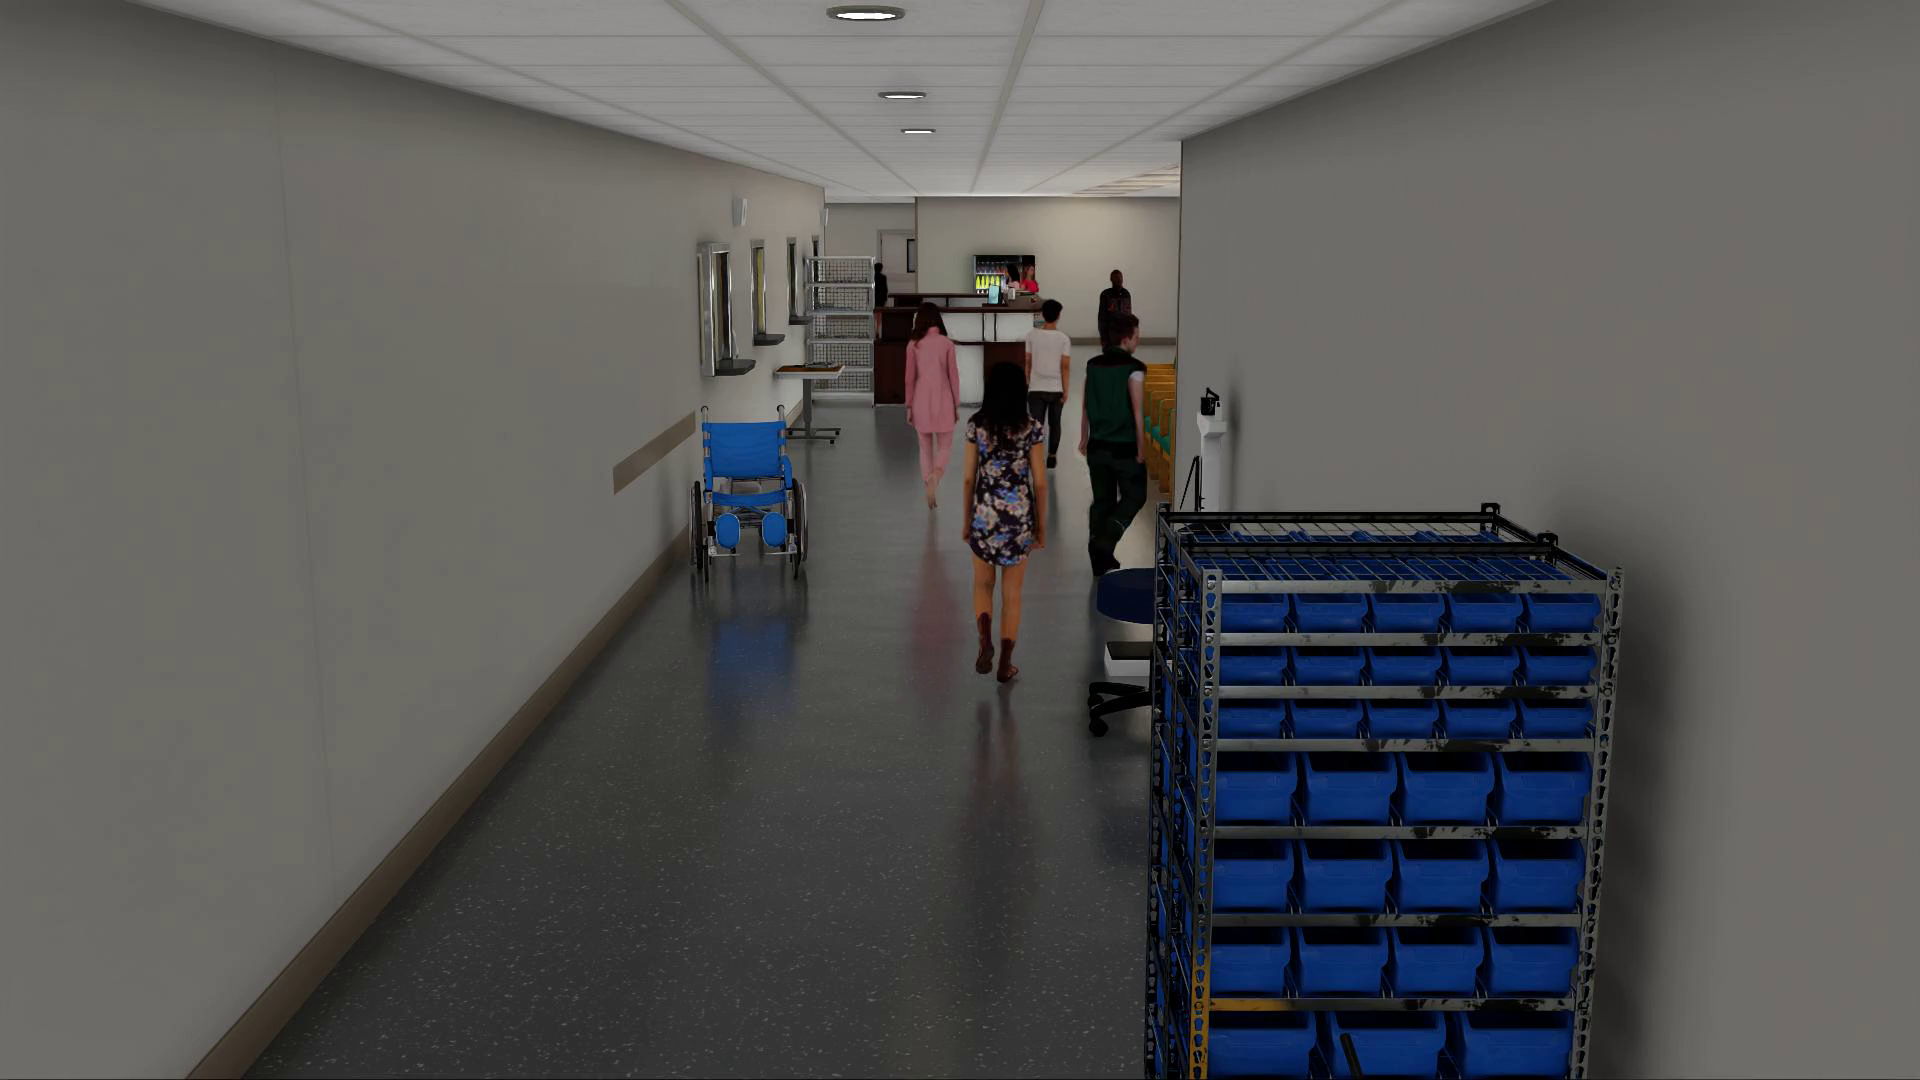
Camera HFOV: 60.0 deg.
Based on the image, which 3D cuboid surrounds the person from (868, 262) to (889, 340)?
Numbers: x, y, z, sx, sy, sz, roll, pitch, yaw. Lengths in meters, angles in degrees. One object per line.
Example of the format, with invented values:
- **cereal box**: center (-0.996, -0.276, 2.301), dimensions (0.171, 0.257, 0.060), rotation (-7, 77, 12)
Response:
- **person**: center (-1.755, -5.100, 35.593), dimensions (0.809, 1.615, 0.653), rotation (0, 11, 2)

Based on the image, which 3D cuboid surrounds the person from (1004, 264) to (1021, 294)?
- **person**: center (1.015, -3.904, 28.974), dimensions (1.086, 1.735, 0.752), rotation (-2, 11, -9)

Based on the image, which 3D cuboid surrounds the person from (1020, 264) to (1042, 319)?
- **person**: center (1.209, -4.273, 30.964), dimensions (0.759, 1.717, 0.703), rotation (8, 13, 36)

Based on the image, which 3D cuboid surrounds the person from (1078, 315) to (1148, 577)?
- **person**: center (1.041, -0.636, 11.512), dimensions (0.853, 1.824, 0.928), rotation (7, 13, 32)

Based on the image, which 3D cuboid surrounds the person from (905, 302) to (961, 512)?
- **person**: center (-0.228, -1.088, 14.004), dimensions (0.924, 1.782, 0.706), rotation (0, 11, 2)

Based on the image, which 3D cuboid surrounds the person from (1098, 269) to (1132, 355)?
- **person**: center (2.179, -2.890, 23.386), dimensions (0.701, 1.825, 0.846), rotation (-5, 12, -24)

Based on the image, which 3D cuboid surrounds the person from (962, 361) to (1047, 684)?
- **person**: center (0.206, -0.067, 8.780), dimensions (0.723, 1.725, 0.730), rotation (2, 11, 9)

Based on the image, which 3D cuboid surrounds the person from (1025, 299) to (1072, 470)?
- **person**: center (0.838, -1.495, 16.396), dimensions (1.002, 1.692, 0.734), rotation (1, 11, 6)
